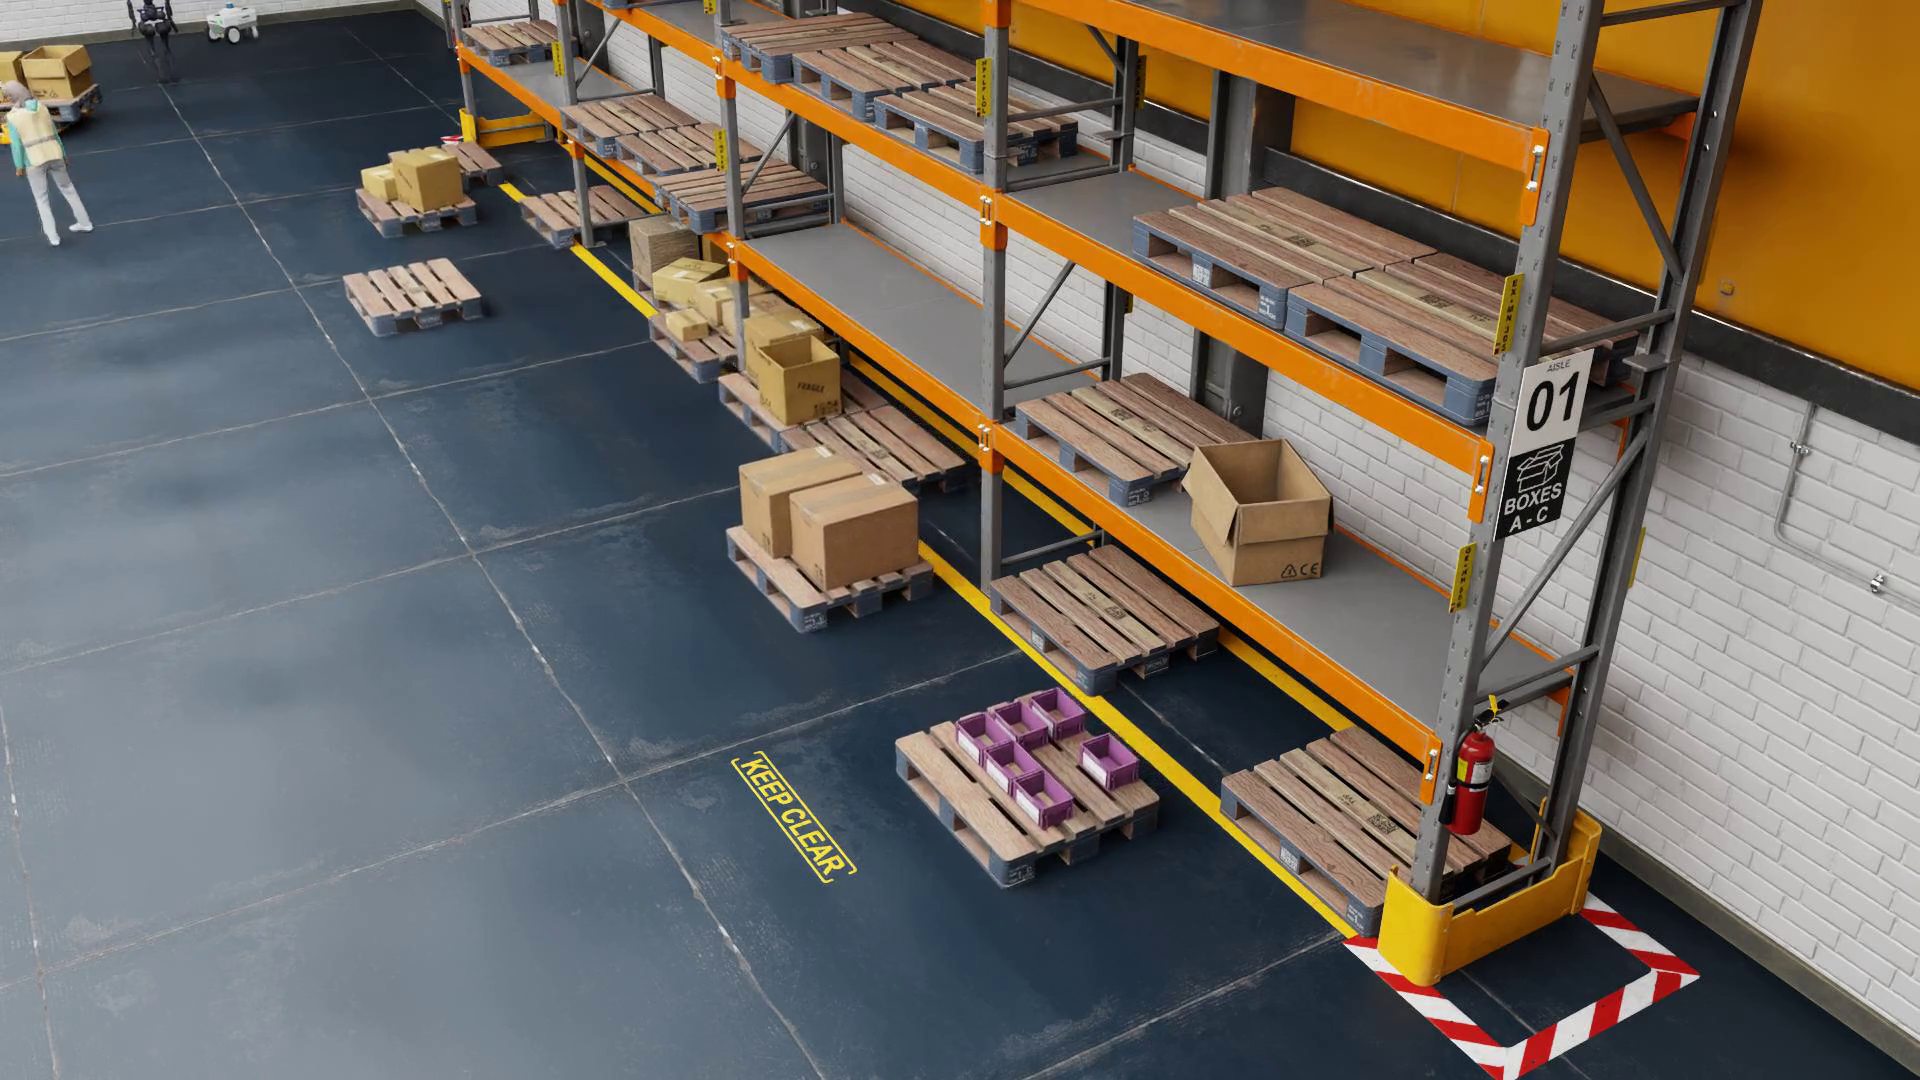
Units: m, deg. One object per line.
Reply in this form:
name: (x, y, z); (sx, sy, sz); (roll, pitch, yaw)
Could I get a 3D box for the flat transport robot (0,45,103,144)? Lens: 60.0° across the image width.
flat transport robot: (-11.557, -5.278, 20.949); (0.659, 0.231, 1.431); (-3, 30, -5)

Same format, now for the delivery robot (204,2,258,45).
delivery robot: (-11.007, -7.798, 25.125); (0.509, 0.610, 0.781); (14, 32, 23)

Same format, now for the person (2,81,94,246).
person: (-9.357, -3.871, 17.028); (0.435, 1.680, 0.603); (17, 34, 27)

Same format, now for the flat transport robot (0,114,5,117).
flat transport robot: (-12.929, -5.288, 20.967); (0.659, 0.231, 1.431); (21, 36, 32)

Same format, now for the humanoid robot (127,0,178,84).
humanoid robot: (-11.073, -7.118, 22.783); (0.598, 1.649, 0.373); (-21, 36, -32)
